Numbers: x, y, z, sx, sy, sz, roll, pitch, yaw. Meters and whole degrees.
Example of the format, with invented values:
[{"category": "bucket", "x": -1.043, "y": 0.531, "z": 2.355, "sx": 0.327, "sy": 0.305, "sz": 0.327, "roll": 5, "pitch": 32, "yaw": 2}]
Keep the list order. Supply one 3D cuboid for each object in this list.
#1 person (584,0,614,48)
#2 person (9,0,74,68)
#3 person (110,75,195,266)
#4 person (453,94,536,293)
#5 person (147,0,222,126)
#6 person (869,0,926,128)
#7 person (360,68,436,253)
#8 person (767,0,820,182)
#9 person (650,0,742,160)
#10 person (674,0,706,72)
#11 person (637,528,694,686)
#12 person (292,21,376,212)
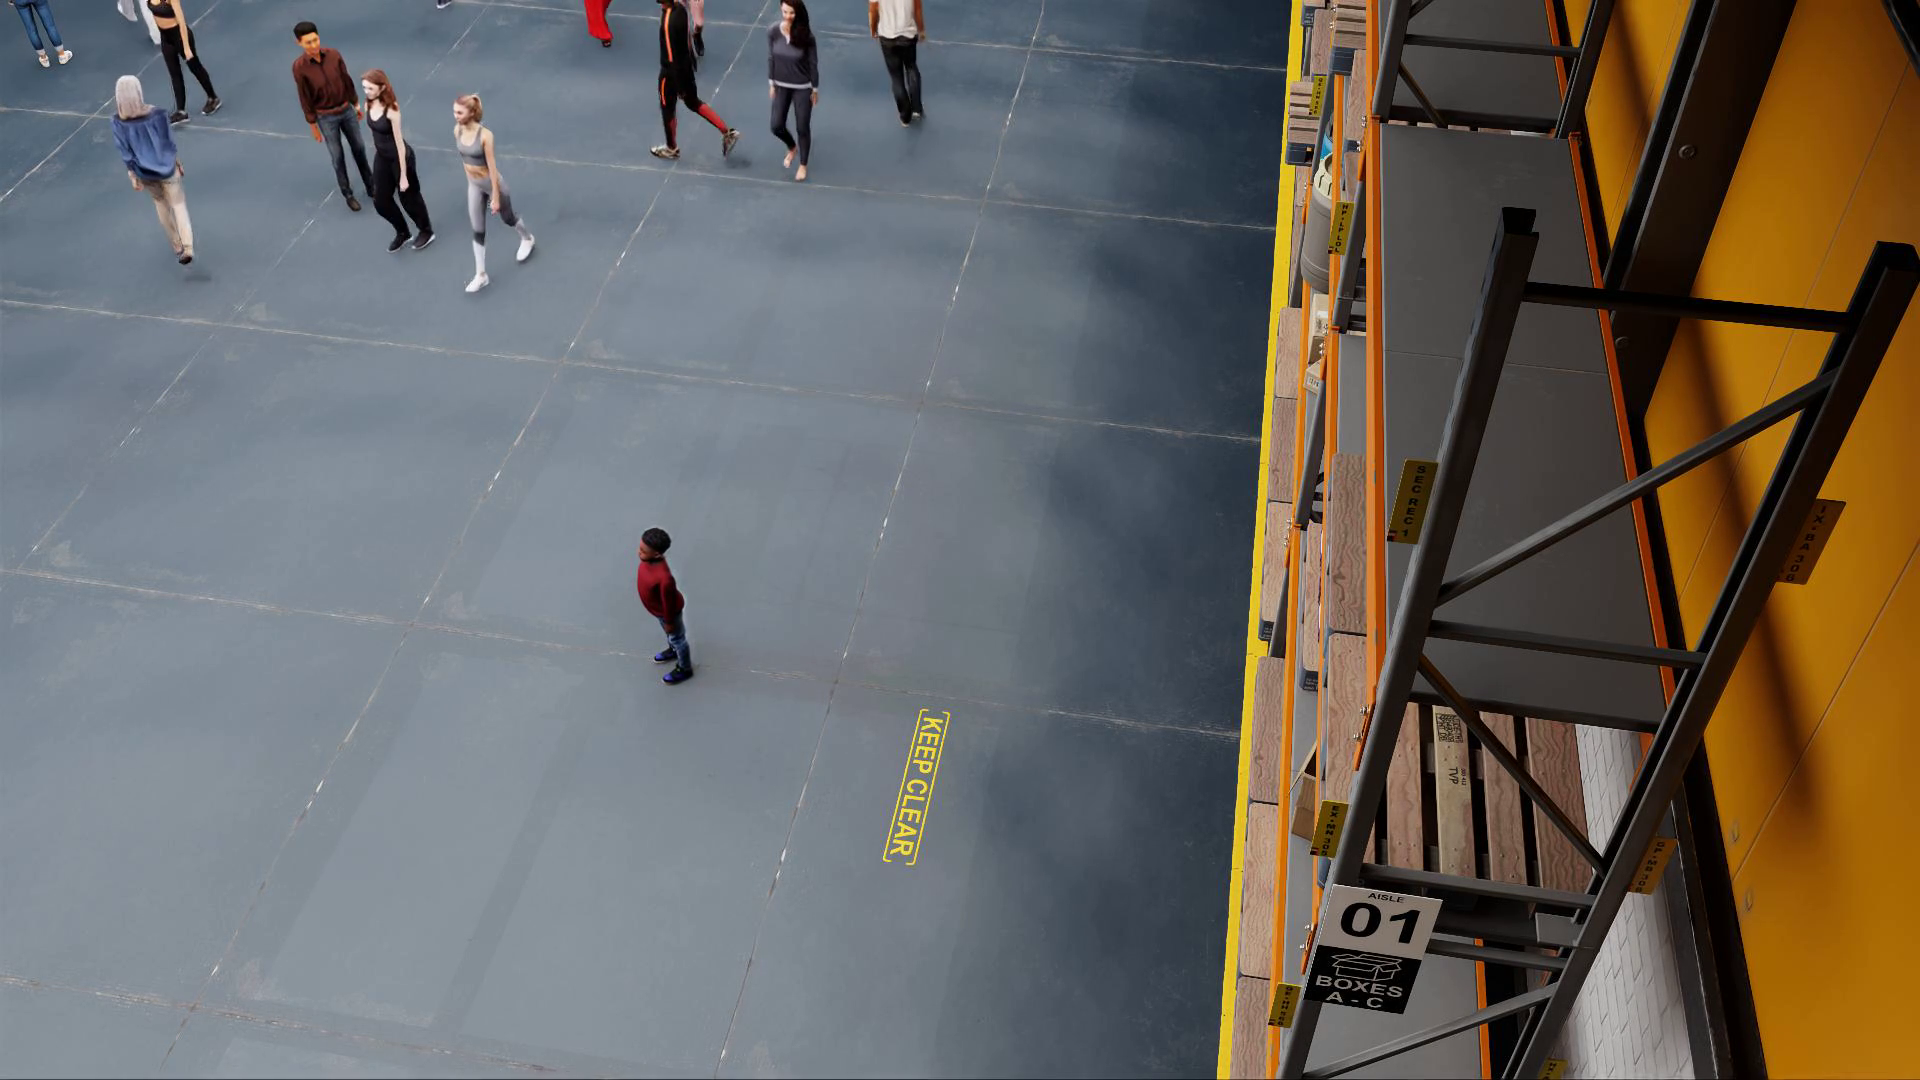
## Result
[{"category": "person", "x": -3.797, "y": -5.986, "z": 17.076, "sx": 0.926, "sy": 1.766, "sz": 1.009, "roll": -21, "pitch": 48, "yaw": -21}, {"category": "person", "x": -9.401, "y": -5.494, "z": 16.760, "sx": 0.640, "sy": 1.478, "sz": 0.655, "roll": -14, "pitch": 45, "yaw": -14}, {"category": "person", "x": -6.789, "y": -3.077, "z": 14.092, "sx": 0.871, "sy": 1.670, "sz": 1.035, "roll": -16, "pitch": 46, "yaw": -16}, {"category": "person", "x": -3.913, "y": -2.983, "z": 13.990, "sx": 0.743, "sy": 1.664, "sz": 1.165, "roll": 16, "pitch": 46, "yaw": 16}, {"category": "person", "x": -7.470, "y": -4.840, "z": 15.964, "sx": 0.693, "sy": 1.629, "sz": 0.900, "roll": 16, "pitch": 46, "yaw": 16}, {"category": "person", "x": -0.589, "y": -4.727, "z": 15.753, "sx": 0.773, "sy": 1.768, "sz": 0.759, "roll": -6, "pitch": 44, "yaw": -6}, {"category": "person", "x": -4.763, "y": -3.286, "z": 14.263, "sx": 0.691, "sy": 1.726, "sz": 0.754, "roll": 19, "pitch": 47, "yaw": 19}, {"category": "person", "x": -1.509, "y": -4.167, "z": 15.160, "sx": 0.622, "sy": 1.764, "sz": 0.602, "roll": 7, "pitch": 44, "yaw": 7}, {"category": "person", "x": -2.494, "y": -4.288, "z": 15.274, "sx": 0.716, "sy": 1.783, "sz": 1.050, "roll": 9, "pitch": 44, "yaw": 10}, {"category": "person", "x": -2.760, "y": -5.581, "z": 16.684, "sx": 0.740, "sy": 1.710, "sz": 0.785, "roll": -6, "pitch": 44, "yaw": -6}, {"category": "person", "x": -1.891, "y": 0.405, "z": 10.731, "sx": 0.637, "sy": 1.254, "sz": 0.562, "roll": -19, "pitch": 47, "yaw": -19}, {"category": "person", "x": -5.577, "y": -3.782, "z": 14.747, "sx": 0.746, "sy": 1.777, "sz": 0.841, "roll": -33, "pitch": 52, "yaw": -30}]
